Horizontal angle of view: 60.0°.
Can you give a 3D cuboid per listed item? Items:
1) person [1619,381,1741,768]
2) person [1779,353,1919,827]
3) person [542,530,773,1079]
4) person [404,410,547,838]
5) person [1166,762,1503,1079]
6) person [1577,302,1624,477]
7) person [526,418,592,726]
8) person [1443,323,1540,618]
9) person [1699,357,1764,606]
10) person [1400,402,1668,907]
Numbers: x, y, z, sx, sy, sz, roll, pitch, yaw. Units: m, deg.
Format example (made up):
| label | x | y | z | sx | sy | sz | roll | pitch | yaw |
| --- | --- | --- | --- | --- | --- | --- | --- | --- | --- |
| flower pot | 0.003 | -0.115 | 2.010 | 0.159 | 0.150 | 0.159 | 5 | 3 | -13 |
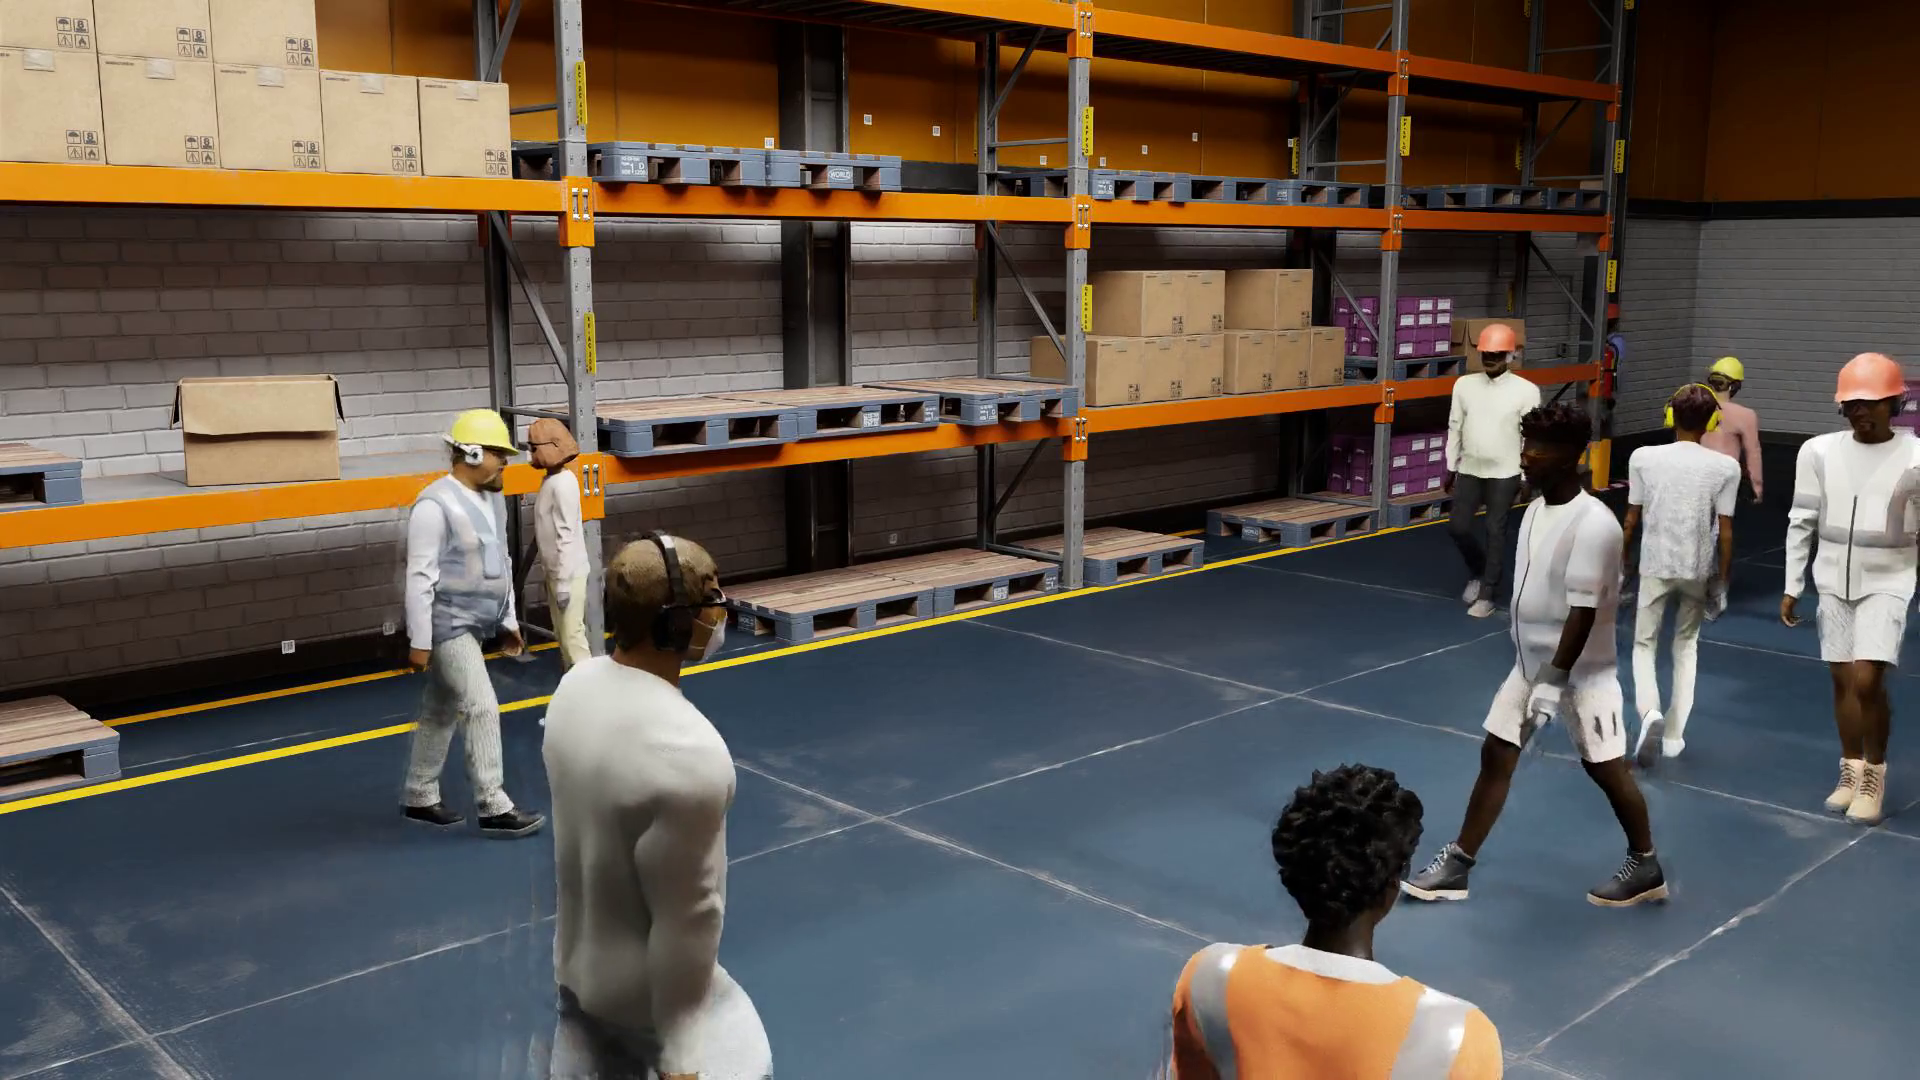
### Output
| label | x | y | z | sx | sy | sz | roll | pitch | yaw |
| --- | --- | --- | --- | --- | --- | --- | --- | --- | --- |
| person | 3.380 | 0.175 | 7.885 | 0.523 | 1.848 | 0.713 | 4 | 10 | 21 |
| person | 3.846 | 0.213 | 7.150 | 0.623 | 2.017 | 0.603 | -8 | 12 | -38 |
| person | -0.678 | 0.915 | 3.420 | 1.000 | 1.899 | 0.636 | -8 | 13 | -40 |
| person | -2.048 | 0.355 | 7.005 | 0.747 | 1.786 | 0.619 | 1 | 10 | 5 |
| person | 0.619 | 1.150 | 2.687 | 0.553 | 1.655 | 0.819 | 6 | 11 | 30 |
| person | 7.034 | -1.644 | 18.288 | 0.423 | 1.932 | 0.565 | 1 | 10 | 6 |
| person | -2.027 | 0.193 | 8.432 | 0.285 | 1.626 | 0.493 | -4 | 11 | -23 |
| person | 3.571 | -0.466 | 11.225 | 0.639 | 1.983 | 0.440 | 8 | 12 | 38 |
| person | 5.326 | -0.406 | 11.608 | 0.869 | 1.721 | 0.553 | -7 | 12 | -36 |
| person | 2.203 | 0.447 | 6.135 | 1.028 | 1.913 | 0.616 | -2 | 10 | -10 |
